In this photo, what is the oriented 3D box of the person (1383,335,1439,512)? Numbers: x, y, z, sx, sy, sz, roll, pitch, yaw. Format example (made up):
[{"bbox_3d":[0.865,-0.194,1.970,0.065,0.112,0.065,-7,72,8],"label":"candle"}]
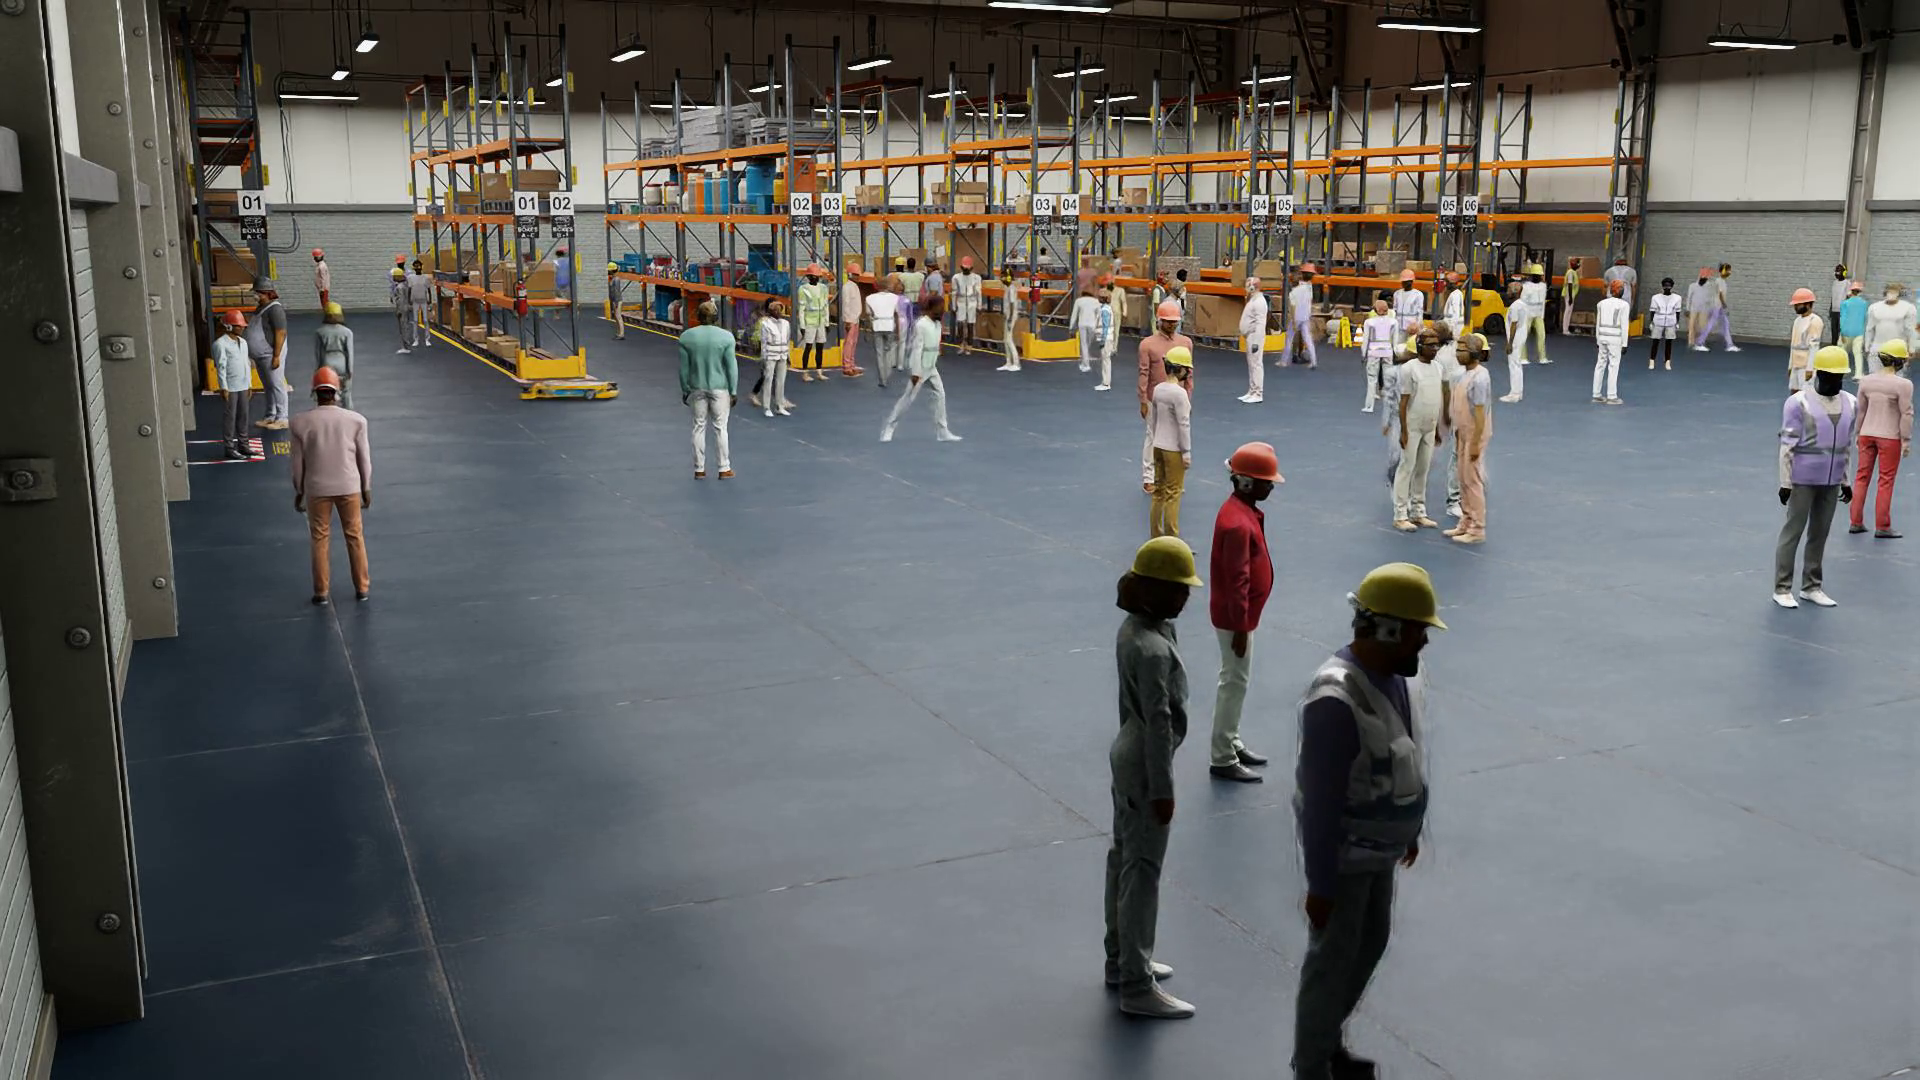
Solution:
[{"bbox_3d":[4.358,-1.132,16.102,0.509,1.716,0.460,1,11,5],"label":"person"}]

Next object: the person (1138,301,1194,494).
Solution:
[{"bbox_3d":[2.116,-1.452,17.068,0.608,1.987,0.404,-4,12,-20],"label":"person"}]

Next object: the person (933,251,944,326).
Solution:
[{"bbox_3d":[-0.535,-6.472,42.444,0.411,2.035,0.607,-2,11,-8],"label":"person"}]

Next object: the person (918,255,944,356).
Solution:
[{"bbox_3d":[-0.584,-4.739,33.617,0.536,2.000,0.683,0,11,2],"label":"person"}]

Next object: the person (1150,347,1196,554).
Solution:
[{"bbox_3d":[1.808,-0.754,14.087,0.327,1.760,0.523,-5,12,-22],"label":"person"}]

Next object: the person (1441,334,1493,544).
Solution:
[{"bbox_3d":[4.460,-0.882,14.545,0.345,1.837,0.518,0,11,1],"label":"person"}]

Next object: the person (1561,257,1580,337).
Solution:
[{"bbox_3d":[14.235,-5.660,38.790,0.397,1.847,0.564,5,12,24],"label":"person"}]

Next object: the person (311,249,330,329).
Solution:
[{"bbox_3d":[-15.780,-6.191,41.134,0.390,1.986,0.609,-4,12,-20],"label":"person"}]

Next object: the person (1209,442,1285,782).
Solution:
[{"bbox_3d":[1.447,0.363,8.456,0.353,1.739,0.575,2,11,11],"label":"person"}]

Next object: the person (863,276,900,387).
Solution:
[{"bbox_3d":[-1.335,-3.469,27.700,0.589,1.820,0.685,-4,12,-20],"label":"person"}]

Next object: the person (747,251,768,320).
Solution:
[{"bbox_3d":[-5.437,-6.843,44.470,1.037,1.972,0.668,9,14,37],"label":"person"}]

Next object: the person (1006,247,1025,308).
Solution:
[{"bbox_3d":[1.560,-7.453,47.782,0.632,1.899,0.401,1,11,7],"label":"person"}]

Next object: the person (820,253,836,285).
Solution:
[{"bbox_3d":[-4.107,-8.101,51.764,0.502,1.629,0.286,3,12,17],"label":"person"}]

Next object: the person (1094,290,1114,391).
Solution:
[{"bbox_3d":[2.353,-3.258,27.100,0.307,1.644,0.512,1,11,4],"label":"person"}]

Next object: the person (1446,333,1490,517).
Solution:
[{"bbox_3d":[4.872,-1.094,15.849,0.484,1.744,0.295,-9,15,-40],"label":"person"}]

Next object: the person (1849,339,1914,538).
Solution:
[{"bbox_3d":[8.233,-0.905,14.828,0.328,1.767,0.530,-5,12,-24],"label":"person"}]

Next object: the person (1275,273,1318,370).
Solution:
[{"bbox_3d":[6.262,-4.032,30.693,0.542,1.795,1.007,-7,13,-31],"label":"person"}]

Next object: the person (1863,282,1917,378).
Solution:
[{"bbox_3d":[13.439,-2.773,23.997,0.811,1.915,0.653,-10,15,-42],"label":"person"}]

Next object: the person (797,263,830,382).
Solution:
[{"bbox_3d":[-2.479,-3.705,28.400,0.604,2.031,0.413,-10,15,-41],"label":"person"}]

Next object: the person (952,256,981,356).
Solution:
[{"bbox_3d":[0.130,-4.689,33.460,0.601,2.009,0.676,0,11,2],"label":"person"}]

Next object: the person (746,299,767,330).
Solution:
[{"bbox_3d":[-4.814,-5.952,40.244,0.640,1.865,0.975,-11,15,-43],"label":"person"}]

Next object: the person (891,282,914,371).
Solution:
[{"bbox_3d":[-1.113,-3.924,30.541,0.553,1.616,0.609,1,11,4],"label":"person"}]

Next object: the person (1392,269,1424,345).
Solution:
[{"bbox_3d":[7.522,-3.601,28.100,0.551,1.932,0.378,11,15,43],"label":"person"}]

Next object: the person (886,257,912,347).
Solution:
[{"bbox_3d":[-1.298,-5.115,35.815,0.595,1.925,0.373,4,12,19],"label":"person"}]

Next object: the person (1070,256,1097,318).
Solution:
[{"bbox_3d":[2.919,-5.746,39.160,0.652,1.883,0.812,-5,12,-23],"label":"person"}]

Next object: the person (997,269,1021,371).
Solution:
[{"bbox_3d":[0.912,-4.013,30.418,0.453,1.852,0.529,-1,11,-4],"label":"person"}]

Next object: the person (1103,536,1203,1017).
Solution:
[{"bbox_3d":[0.702,0.843,6.026,0.311,1.737,0.483,-1,11,-4],"label":"person"}]

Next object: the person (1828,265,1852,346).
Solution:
[{"bbox_3d":[17.461,-4.535,33.051,0.328,1.861,0.510,-2,11,-12],"label":"person"}]

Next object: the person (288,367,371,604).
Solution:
[{"bbox_3d":[-4.662,-0.407,12.344,0.564,1.749,0.336,-5,12,-23],"label":"person"}]

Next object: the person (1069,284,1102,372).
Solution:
[{"bbox_3d":[2.300,-3.873,30.385,0.569,1.576,0.829,-1,11,-6],"label":"person"}]

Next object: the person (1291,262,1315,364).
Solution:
[{"bbox_3d":[6.608,-4.351,31.914,0.378,1.933,0.555,9,14,38],"label":"person"}]

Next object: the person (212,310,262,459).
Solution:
[{"bbox_3d":[-8.510,-1.828,19.580,0.350,1.743,0.564,2,11,12],"label":"person"}]

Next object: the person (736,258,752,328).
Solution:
[{"bbox_3d":[-5.509,-6.235,41.969,0.563,1.744,0.347,5,12,22],"label":"person"}]

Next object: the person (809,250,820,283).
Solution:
[{"bbox_3d":[-4.533,-8.163,51.776,0.349,1.743,0.563,1,11,7],"label":"person"}]

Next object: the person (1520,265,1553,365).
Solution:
[{"bbox_3d":[10.905,-4.242,31.447,0.620,1.888,0.887,-4,12,-19],"label":"person"}]

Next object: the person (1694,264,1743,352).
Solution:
[{"bbox_3d":[15.866,-4.844,34.708,0.906,1.826,0.529,8,14,35],"label":"person"}]

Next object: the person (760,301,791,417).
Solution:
[{"bbox_3d":[-2.619,-2.570,23.615,0.310,1.638,0.523,11,15,44],"label":"person"}]

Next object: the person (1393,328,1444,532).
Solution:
[{"bbox_3d":[4.188,-1.003,15.125,0.506,1.846,0.351,-7,13,-31],"label":"person"}]
